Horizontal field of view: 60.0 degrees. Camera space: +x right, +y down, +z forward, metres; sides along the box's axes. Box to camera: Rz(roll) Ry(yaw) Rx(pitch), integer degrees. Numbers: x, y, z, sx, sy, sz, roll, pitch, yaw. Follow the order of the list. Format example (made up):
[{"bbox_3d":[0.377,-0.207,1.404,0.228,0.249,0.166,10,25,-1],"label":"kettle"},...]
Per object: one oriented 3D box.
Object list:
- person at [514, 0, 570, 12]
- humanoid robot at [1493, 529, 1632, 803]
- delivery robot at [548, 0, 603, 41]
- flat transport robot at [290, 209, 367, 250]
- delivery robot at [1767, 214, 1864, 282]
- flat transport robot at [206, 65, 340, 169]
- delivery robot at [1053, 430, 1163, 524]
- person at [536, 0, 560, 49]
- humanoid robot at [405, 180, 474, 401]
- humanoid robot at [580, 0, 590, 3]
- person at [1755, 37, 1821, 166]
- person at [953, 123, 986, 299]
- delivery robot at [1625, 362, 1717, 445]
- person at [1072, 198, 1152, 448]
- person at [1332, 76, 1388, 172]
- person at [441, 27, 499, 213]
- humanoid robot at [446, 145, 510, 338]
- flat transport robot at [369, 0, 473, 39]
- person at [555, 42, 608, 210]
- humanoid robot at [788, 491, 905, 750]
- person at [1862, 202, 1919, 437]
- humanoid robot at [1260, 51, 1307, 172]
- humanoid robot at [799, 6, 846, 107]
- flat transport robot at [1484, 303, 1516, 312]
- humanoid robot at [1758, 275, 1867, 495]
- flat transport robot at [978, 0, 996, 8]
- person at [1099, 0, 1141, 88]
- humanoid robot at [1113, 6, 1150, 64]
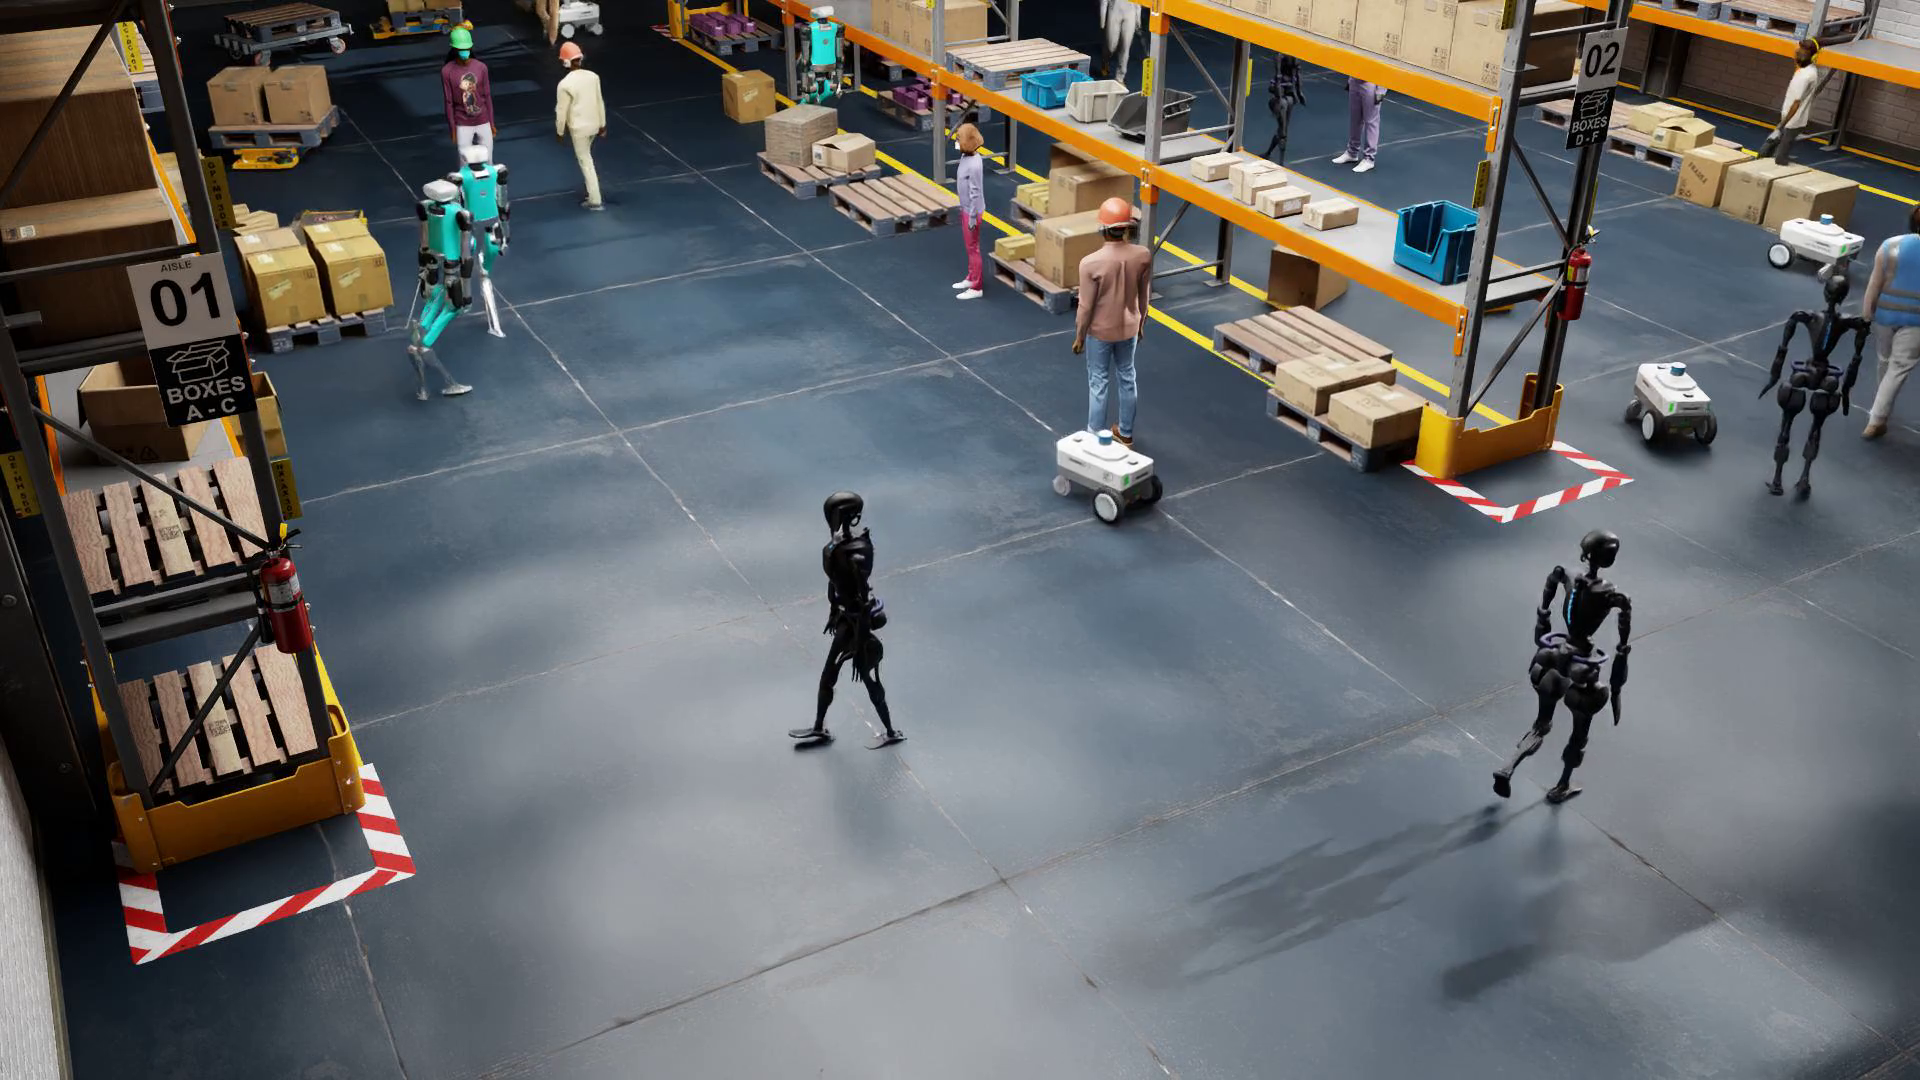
[{"bbox_3d":[-6.428,-8.939,25.456,1.032,1.771,0.647,2,30,3],"label":"person"},{"bbox_3d":[3.185,0.716,8.752,0.572,1.639,0.589,-20,35,-31],"label":"humanoid robot"},{"bbox_3d":[-5.696,-7.701,24.539,0.808,0.604,0.499,-20,35,-31],"label":"delivery robot"},{"bbox_3d":[-6.368,-2.992,16.618,0.659,0.231,1.431,-5,30,-8],"label":"flat transport robot"},{"bbox_3d":[8.281,-2.851,16.097,0.515,0.607,0.778,-18,34,-28],"label":"delivery robot"},{"bbox_3d":[-7.971,-4.632,19.473,0.659,0.231,1.431,-2,30,-3],"label":"flat transport robot"},{"bbox_3d":[1.047,-0.504,11.986,0.768,0.581,0.499,26,39,38],"label":"delivery robot"},{"bbox_3d":[-5.883,-7.934,23.769,0.624,1.707,0.554,-4,30,-7],"label":"person"},{"bbox_3d":[-4.233,-1.915,13.270,0.568,1.778,0.791,15,33,24],"label":"humanoid robot"},{"bbox_3d":[-5.844,-9.007,25.705,0.584,1.620,0.748,-3,30,-6],"label":"humanoid robot"},{"bbox_3d":[8.573,-4.371,17.460,0.722,1.823,0.544,11,32,18],"label":"person"},{"bbox_3d":[0.088,-3.027,15.318,0.281,1.628,0.502,-5,30,-8],"label":"person"},{"bbox_3d":[5.564,-1.073,13.009,0.518,0.613,0.785,0,30,-1],"label":"delivery robot"},{"bbox_3d":[1.125,-1.582,12.433,0.608,1.995,0.376,-14,33,-22],"label":"person"},{"bbox_3d":[4.550,-5.109,18.661,0.410,1.909,0.638,-13,32,-21],"label":"person"},{"bbox_3d":[-5.080,-4.348,17.293,0.498,1.948,0.431,-16,34,-26],"label":"person"},{"bbox_3d":[-4.314,-2.695,14.653,0.530,1.751,1.058,-20,35,-30],"label":"humanoid robot"},{"bbox_3d":[-8.040,-7.690,24.796,1.431,0.231,0.659,-12,32,-19],"label":"flat transport robot"},{"bbox_3d":[-4.024,-4.355,17.516,0.547,1.731,0.578,14,33,22],"label":"person"},{"bbox_3d":[-0.634,0.484,9.179,0.679,1.633,0.586,-12,32,-20],"label":"humanoid robot"},{"bbox_3d":[7.373,-1.741,12.923,0.652,1.781,0.955,21,36,32],"label":"person"},{"bbox_3d":[3.706,-5.043,18.807,0.599,1.643,0.607,23,37,34],"label":"humanoid robot"},{"bbox_3d":[-1.635,-5.283,18.998,0.533,1.678,0.735,-13,32,-21],"label":"humanoid robot"},{"bbox_3d":[4.597,-2.490,15.744,0.659,0.231,1.431,-8,31,-13],"label":"flat transport robot"},{"bbox_3d":[6.095,-1.103,11.927,0.598,1.648,0.346,10,31,17],"label":"humanoid robot"},{"bbox_3d":[-0.175,-8.563,26.316,1.431,0.231,0.659,-2,30,-4],"label":"flat transport robot"},{"bbox_3d":[2.096,-6.895,21.802,0.556,1.876,0.595,-5,30,-8],"label":"person"},{"bbox_3d":[2.390,-7.443,22.991,0.751,1.622,0.588,10,31,16],"label":"humanoid robot"}]
